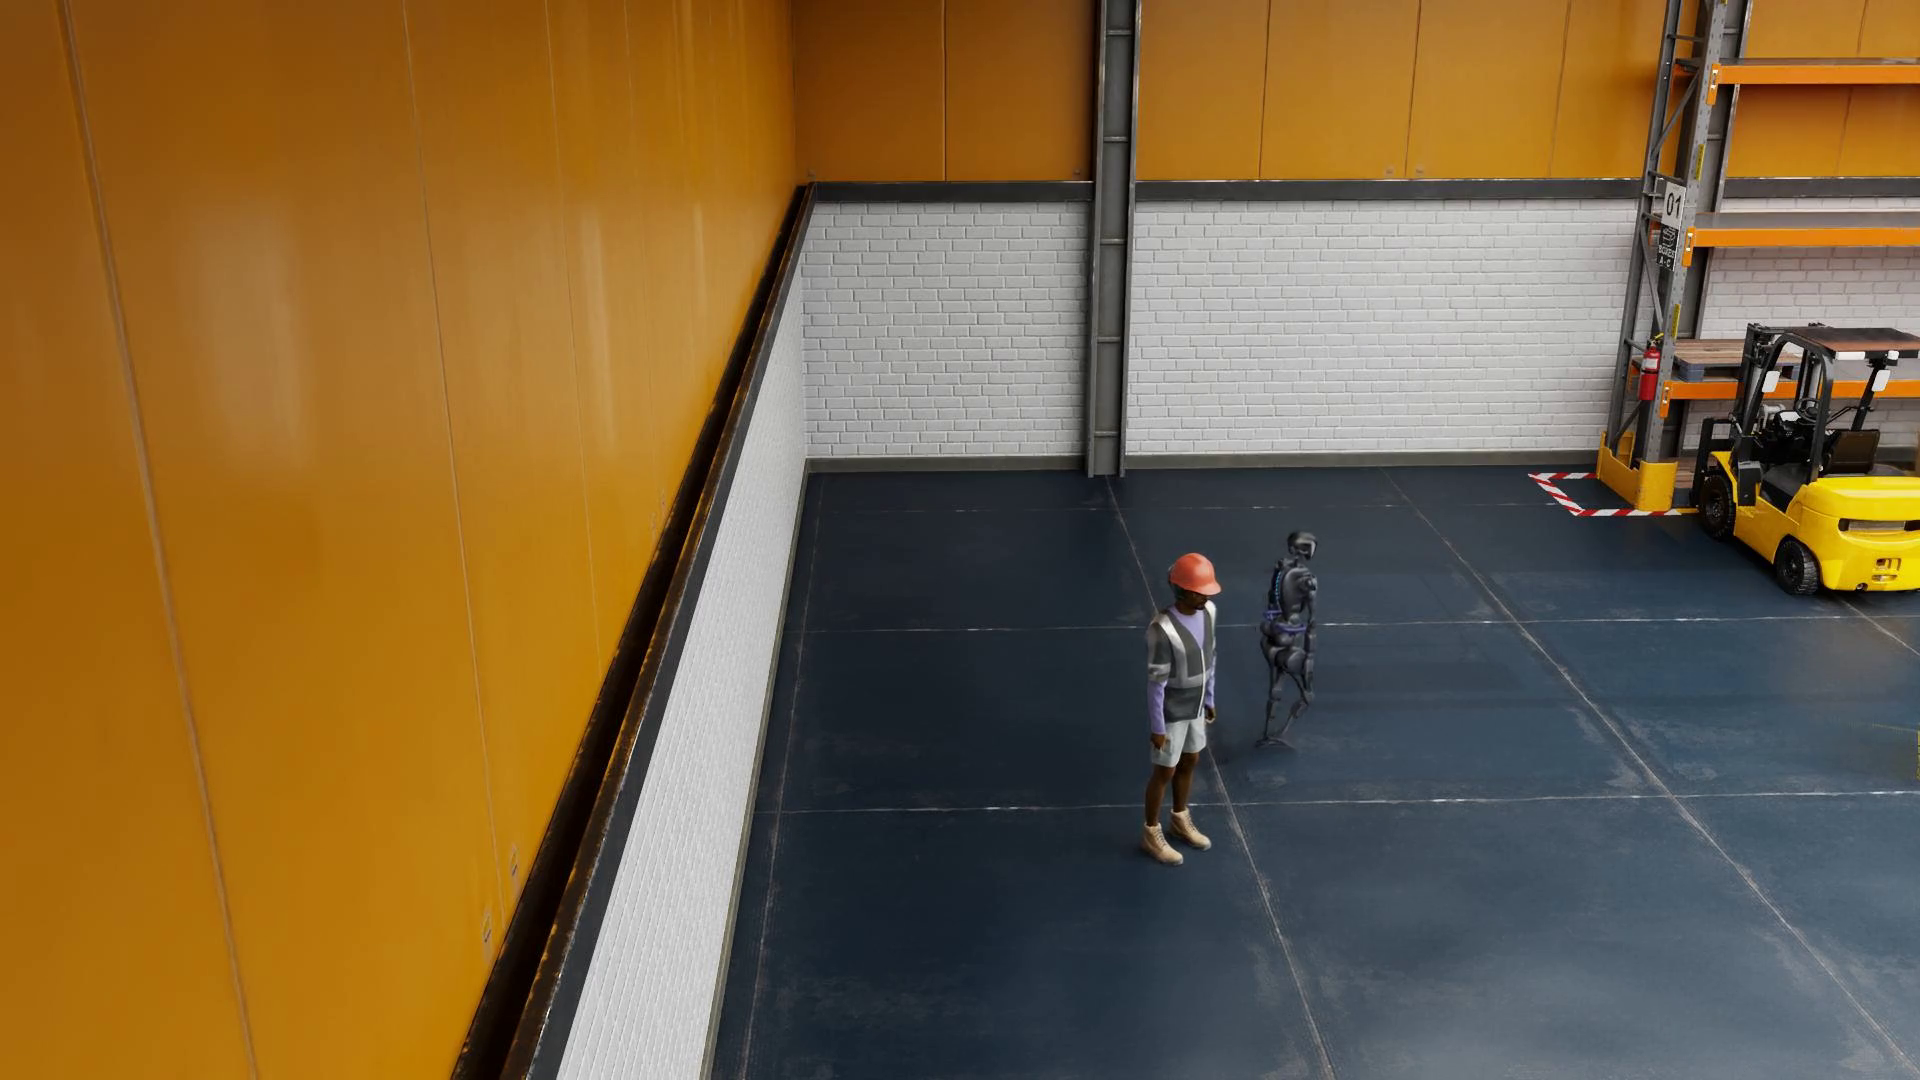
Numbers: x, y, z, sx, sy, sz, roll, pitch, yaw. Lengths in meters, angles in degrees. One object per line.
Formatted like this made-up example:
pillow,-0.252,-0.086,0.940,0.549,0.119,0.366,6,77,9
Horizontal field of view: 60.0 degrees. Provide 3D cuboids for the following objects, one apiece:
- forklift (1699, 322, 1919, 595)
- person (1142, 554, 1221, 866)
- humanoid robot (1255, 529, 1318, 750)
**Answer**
forklift,7.809,-0.792,14.926,1.214,2.155,2.313,-1,20,-2
person,1.382,1.032,10.221,0.404,2.035,0.598,18,27,40
humanoid robot,2.282,0.701,11.625,0.330,1.646,0.591,-7,22,-19
